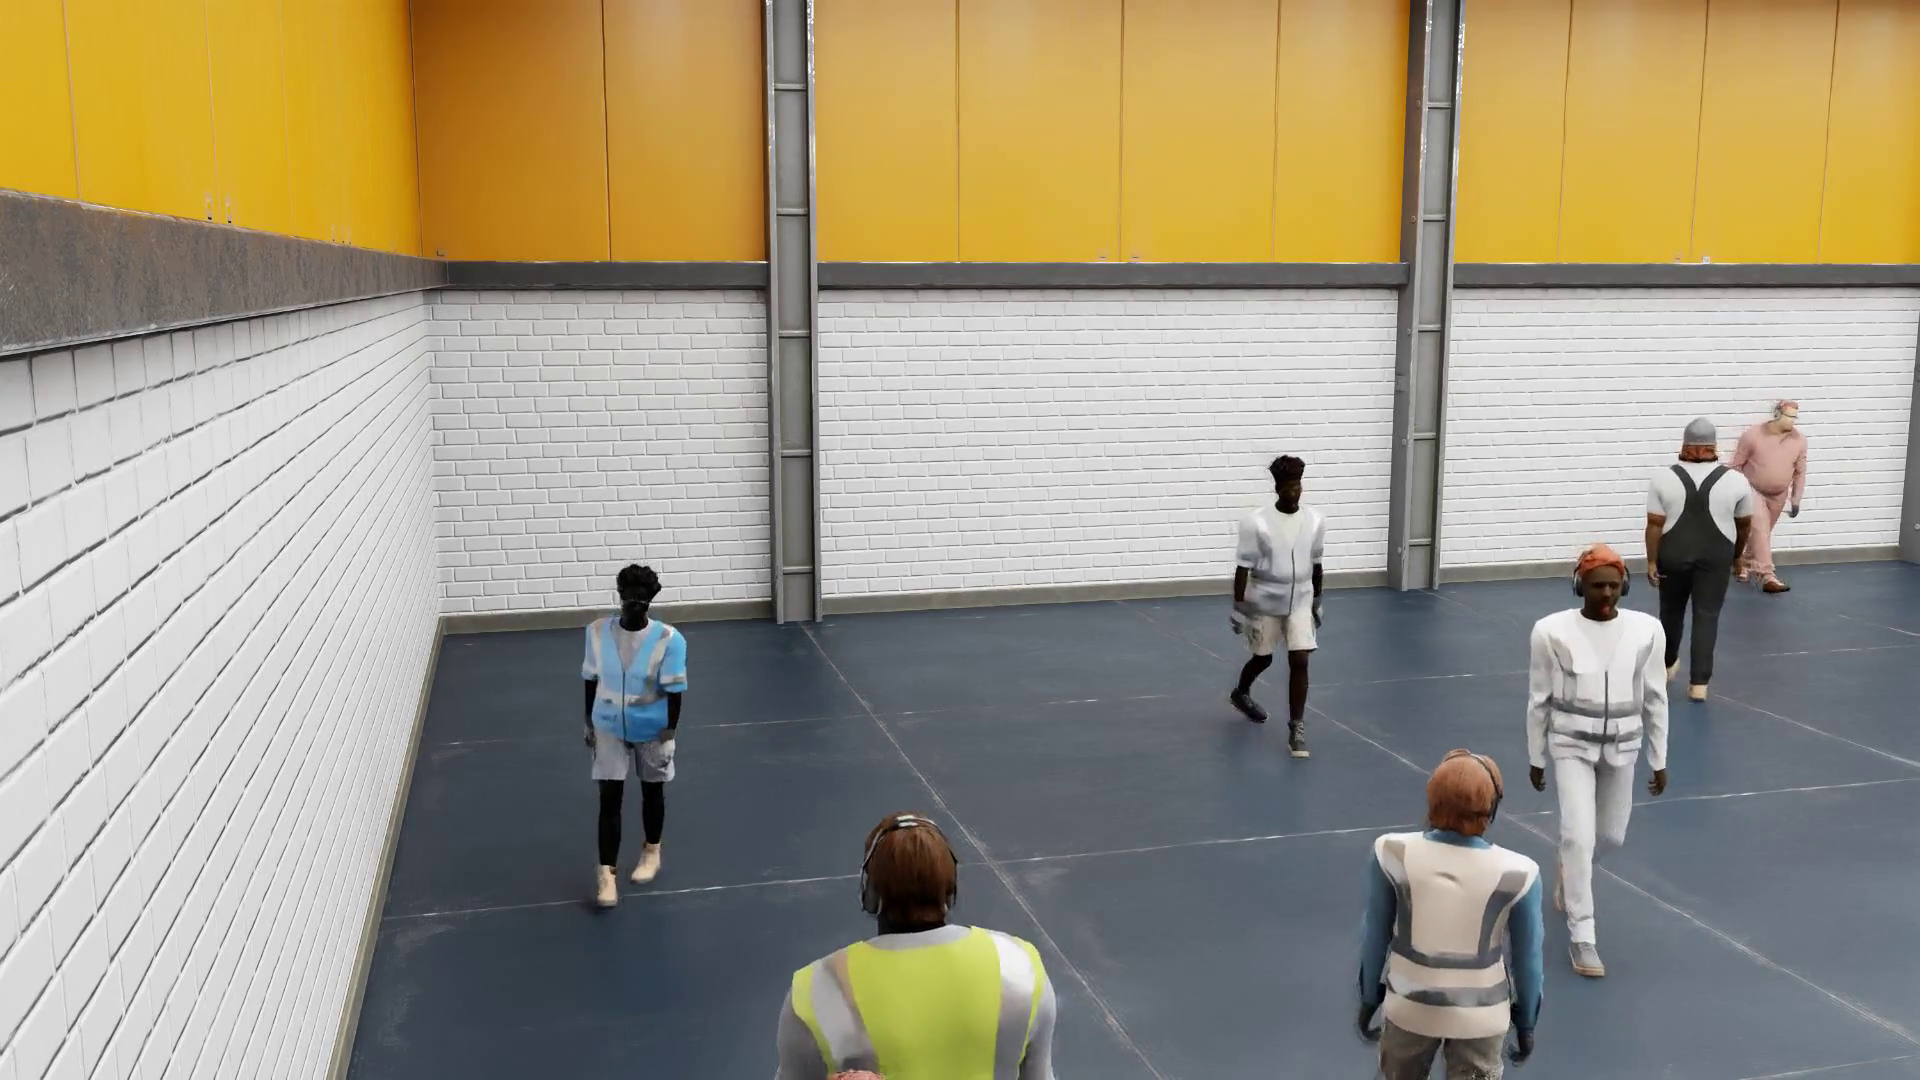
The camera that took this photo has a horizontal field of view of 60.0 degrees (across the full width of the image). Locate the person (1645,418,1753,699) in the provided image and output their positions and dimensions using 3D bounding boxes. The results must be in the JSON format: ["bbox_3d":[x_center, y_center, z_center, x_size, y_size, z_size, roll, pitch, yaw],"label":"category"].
[{"bbox_3d":[5.338,0.090,12.056,0.694,2.000,1.005,4,10,25],"label":"person"}]

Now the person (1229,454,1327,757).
[{"bbox_3d":[2.034,0.372,10.728,0.663,1.919,0.902,-2,9,-9],"label":"person"}]

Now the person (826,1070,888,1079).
[{"bbox_3d":[-0.178,1.695,2.532,0.670,1.880,0.636,-4,10,-25],"label":"person"}]

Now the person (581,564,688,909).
[{"bbox_3d":[-1.577,0.923,8.013,0.546,1.654,0.766,1,9,4],"label":"person"}]

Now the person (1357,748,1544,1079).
[{"bbox_3d":[1.472,1.427,5.004,0.533,1.624,0.366,4,10,23],"label":"person"}]

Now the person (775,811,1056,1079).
[{"bbox_3d":[-0.137,1.503,3.896,0.654,1.825,0.634,-3,10,-17],"label":"person"}]

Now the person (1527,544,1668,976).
[{"bbox_3d":[2.817,0.927,7.429,0.586,1.854,0.821,1,9,5],"label":"person"}]

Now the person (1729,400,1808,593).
[{"bbox_3d":[7.738,-0.431,15.989,0.697,1.838,0.983,0,9,0],"label":"person"}]
